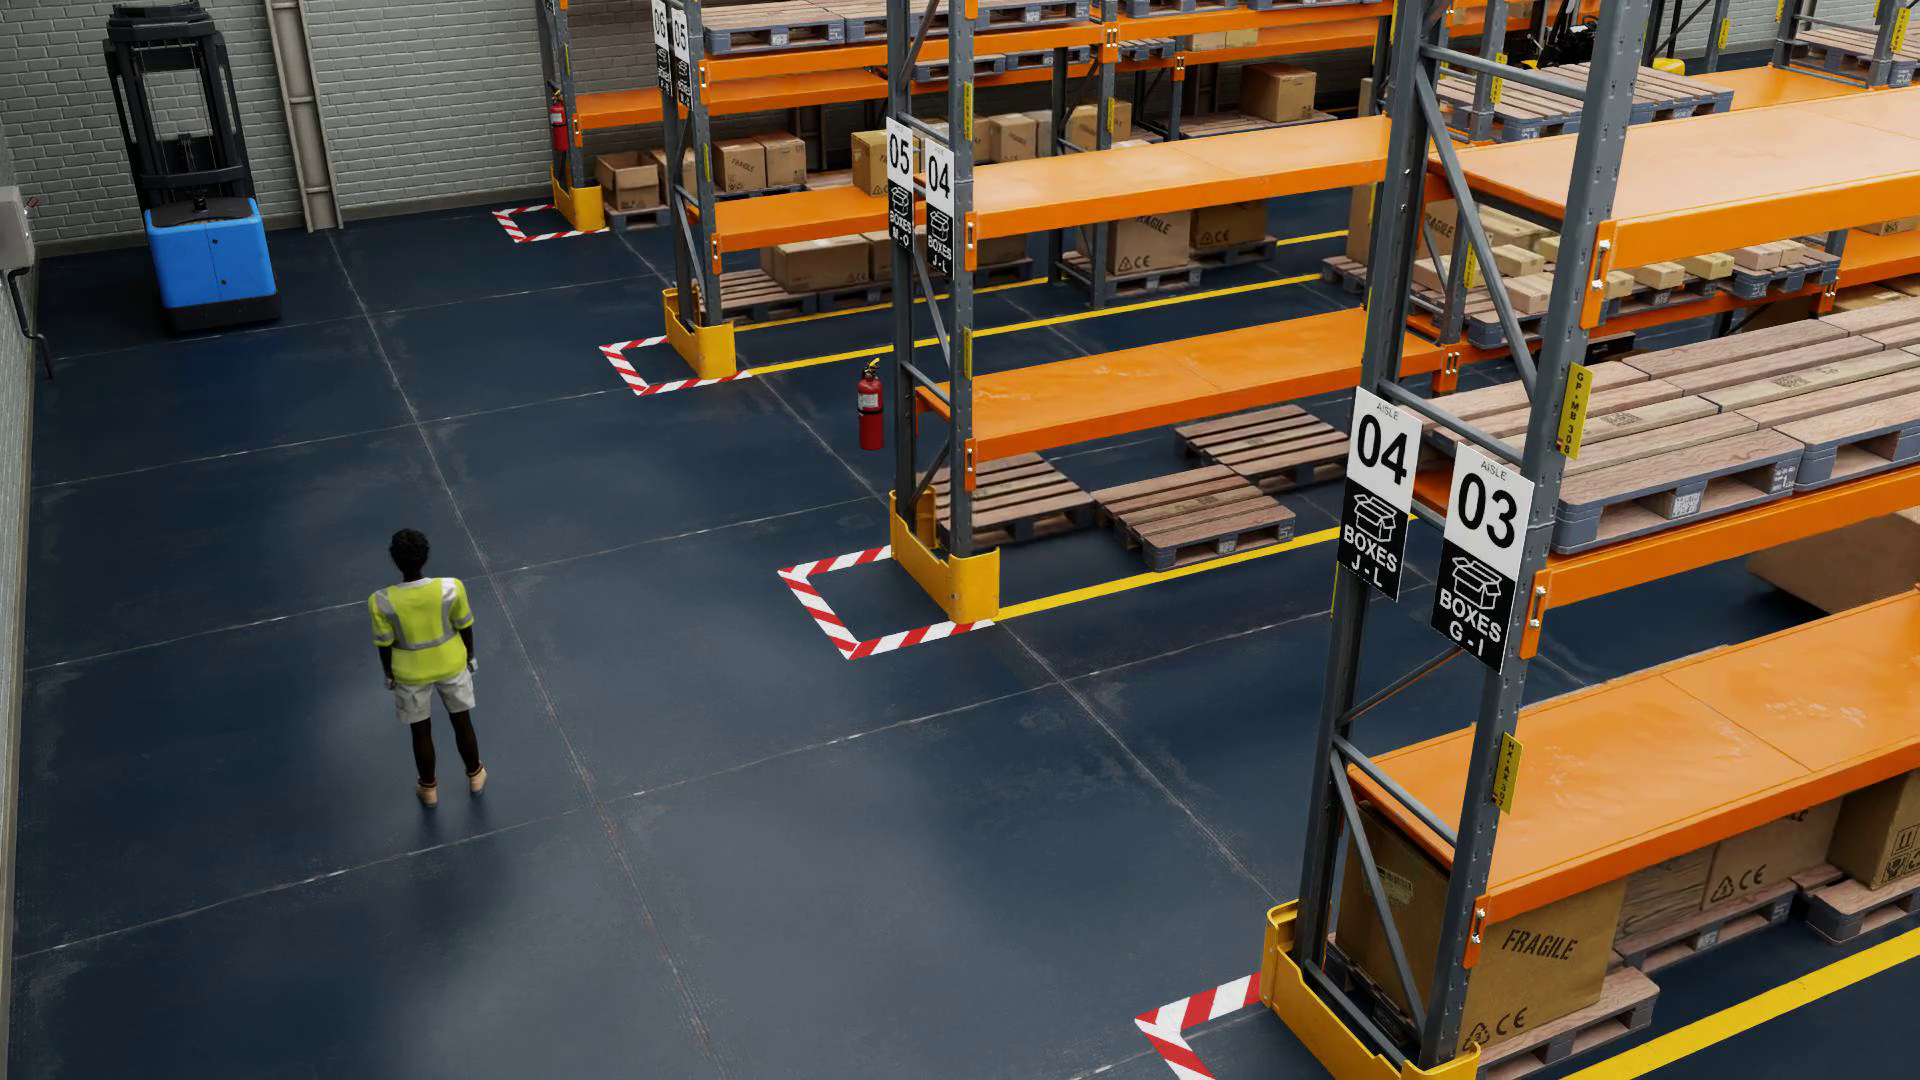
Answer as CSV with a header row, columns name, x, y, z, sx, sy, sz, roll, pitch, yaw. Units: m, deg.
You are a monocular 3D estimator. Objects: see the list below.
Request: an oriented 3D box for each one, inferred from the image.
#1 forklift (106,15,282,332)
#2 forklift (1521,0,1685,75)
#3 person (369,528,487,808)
name,x,y,z,sx,sy,sz,roll,pitch,yaw
forklift,-7.548,-3.672,16.323,1.129,2.768,1.873,-12,30,-22
forklift,8.950,-6.807,23.056,1.214,2.155,2.313,-12,30,-22
person,-2.930,0.705,9.196,0.539,1.699,0.315,-12,30,-21
